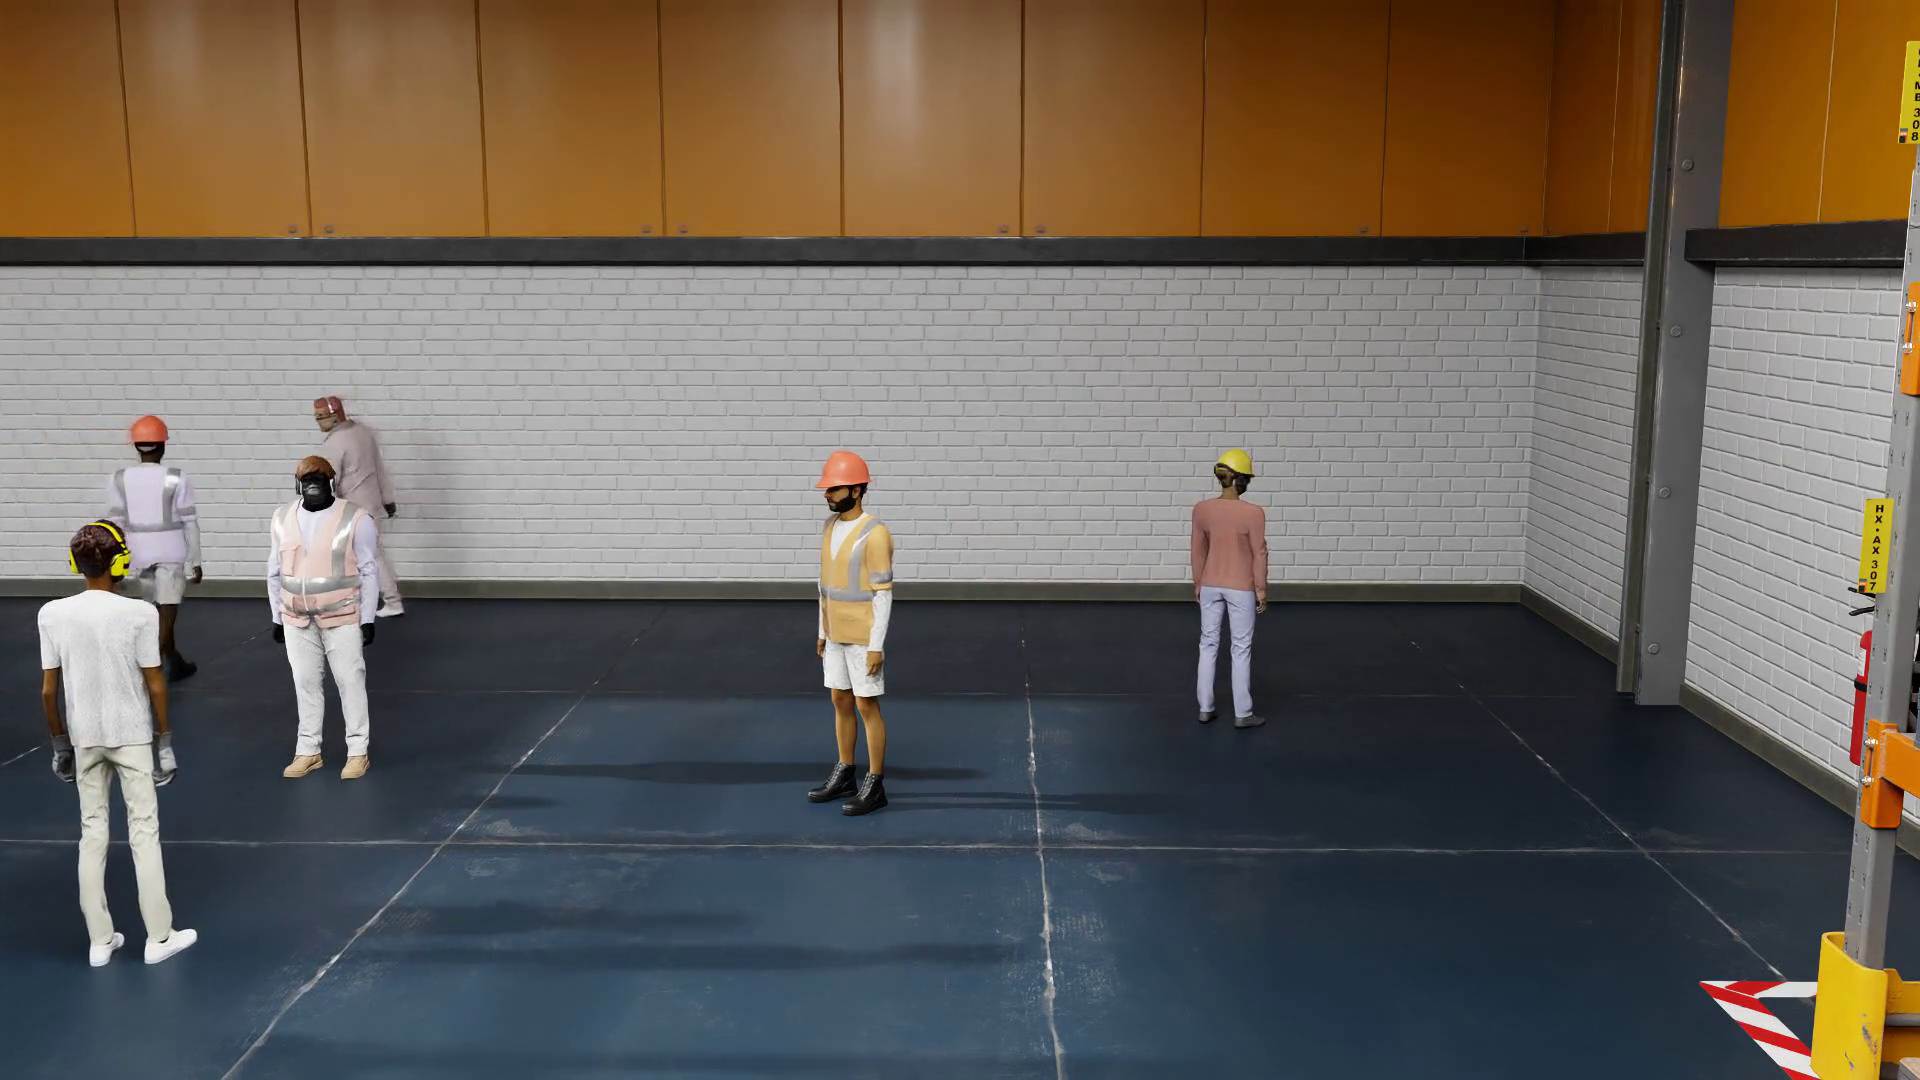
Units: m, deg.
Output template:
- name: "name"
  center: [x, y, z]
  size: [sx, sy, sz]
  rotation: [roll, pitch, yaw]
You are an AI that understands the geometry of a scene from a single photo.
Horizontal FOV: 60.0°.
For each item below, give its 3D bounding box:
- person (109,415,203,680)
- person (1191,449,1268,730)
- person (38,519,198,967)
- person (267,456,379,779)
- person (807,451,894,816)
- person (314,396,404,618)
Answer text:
- name: "person"
  center: [-5.463, 0.103, 11.289]
  size: [0.551, 1.906, 0.957]
  rotation: [0, 9, -2]
- name: "person"
  center: [1.702, 0.309, 10.470]
  size: [0.523, 1.760, 0.327]
  rotation: [7, 12, 36]
- name: "person"
  center: [-3.524, 0.846, 6.919]
  size: [0.513, 1.872, 0.331]
  rotation: [0, 9, -2]
- name: "person"
  center: [-3.616, 0.439, 9.430]
  size: [0.633, 1.846, 0.429]
  rotation: [1, 10, 4]
- name: "person"
  center: [-0.592, 0.490, 8.846]
  size: [0.358, 1.937, 0.549]
  rotation: [-8, 12, -40]
- name: "person"
  center: [-5.024, -0.261, 13.620]
  size: [0.944, 1.846, 0.717]
  rotation: [1, 9, 4]
